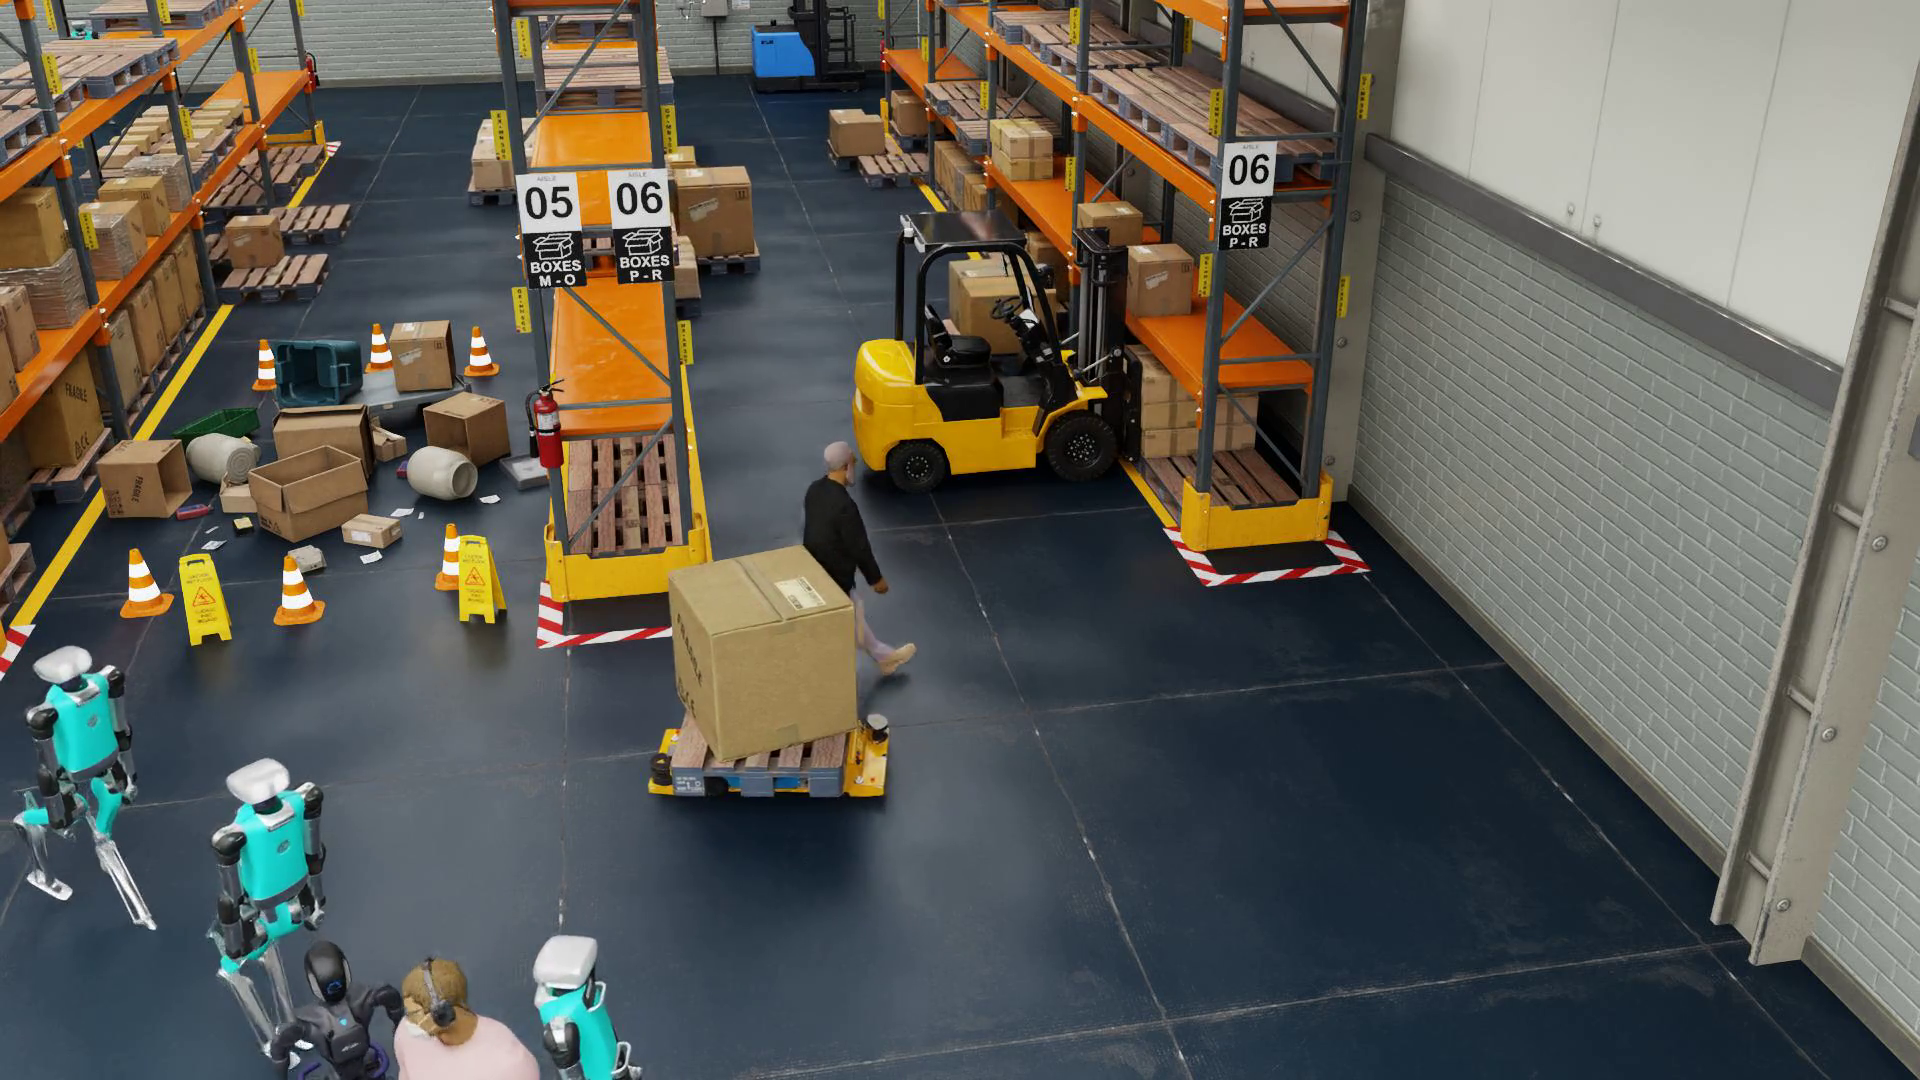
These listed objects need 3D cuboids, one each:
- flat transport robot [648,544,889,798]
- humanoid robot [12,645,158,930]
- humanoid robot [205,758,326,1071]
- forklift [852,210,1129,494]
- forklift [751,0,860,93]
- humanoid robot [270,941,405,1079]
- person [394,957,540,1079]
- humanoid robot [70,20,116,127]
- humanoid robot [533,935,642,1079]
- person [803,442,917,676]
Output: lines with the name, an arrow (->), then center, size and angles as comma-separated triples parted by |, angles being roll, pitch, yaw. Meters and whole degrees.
flat transport robot -> -1.171, 1.337, 10.345 | 1.431, 0.231, 0.659 | 0, 26, 1
humanoid robot -> -4.788, 1.295, 8.810 | 1.021, 1.774, 0.545 | 12, 28, 23
humanoid robot -> -3.304, 1.732, 7.805 | 0.785, 1.741, 0.532 | 17, 30, 31
forklift -> 0.216, -1.659, 14.366 | 2.313, 2.155, 1.214 | -5, 26, -10
forklift -> -2.872, -9.679, 30.288 | 1.873, 2.768, 1.129 | -5, 26, -10
humanoid robot -> -2.450, 2.292, 6.752 | 0.601, 1.653, 0.553 | -20, 32, -35
person -> -1.837, 2.395, 6.258 | 0.656, 1.898, 0.539 | 12, 28, 24
humanoid robot -> -14.172, -7.568, 27.252 | 0.538, 1.761, 1.030 | -20, 32, -36
humanoid robot -> -1.202, 2.316, 6.606 | 0.901, 1.745, 0.541 | -2, 26, -4
person -> -0.731, 0.210, 10.920 | 1.008, 1.792, 0.547 | -10, 27, -20
